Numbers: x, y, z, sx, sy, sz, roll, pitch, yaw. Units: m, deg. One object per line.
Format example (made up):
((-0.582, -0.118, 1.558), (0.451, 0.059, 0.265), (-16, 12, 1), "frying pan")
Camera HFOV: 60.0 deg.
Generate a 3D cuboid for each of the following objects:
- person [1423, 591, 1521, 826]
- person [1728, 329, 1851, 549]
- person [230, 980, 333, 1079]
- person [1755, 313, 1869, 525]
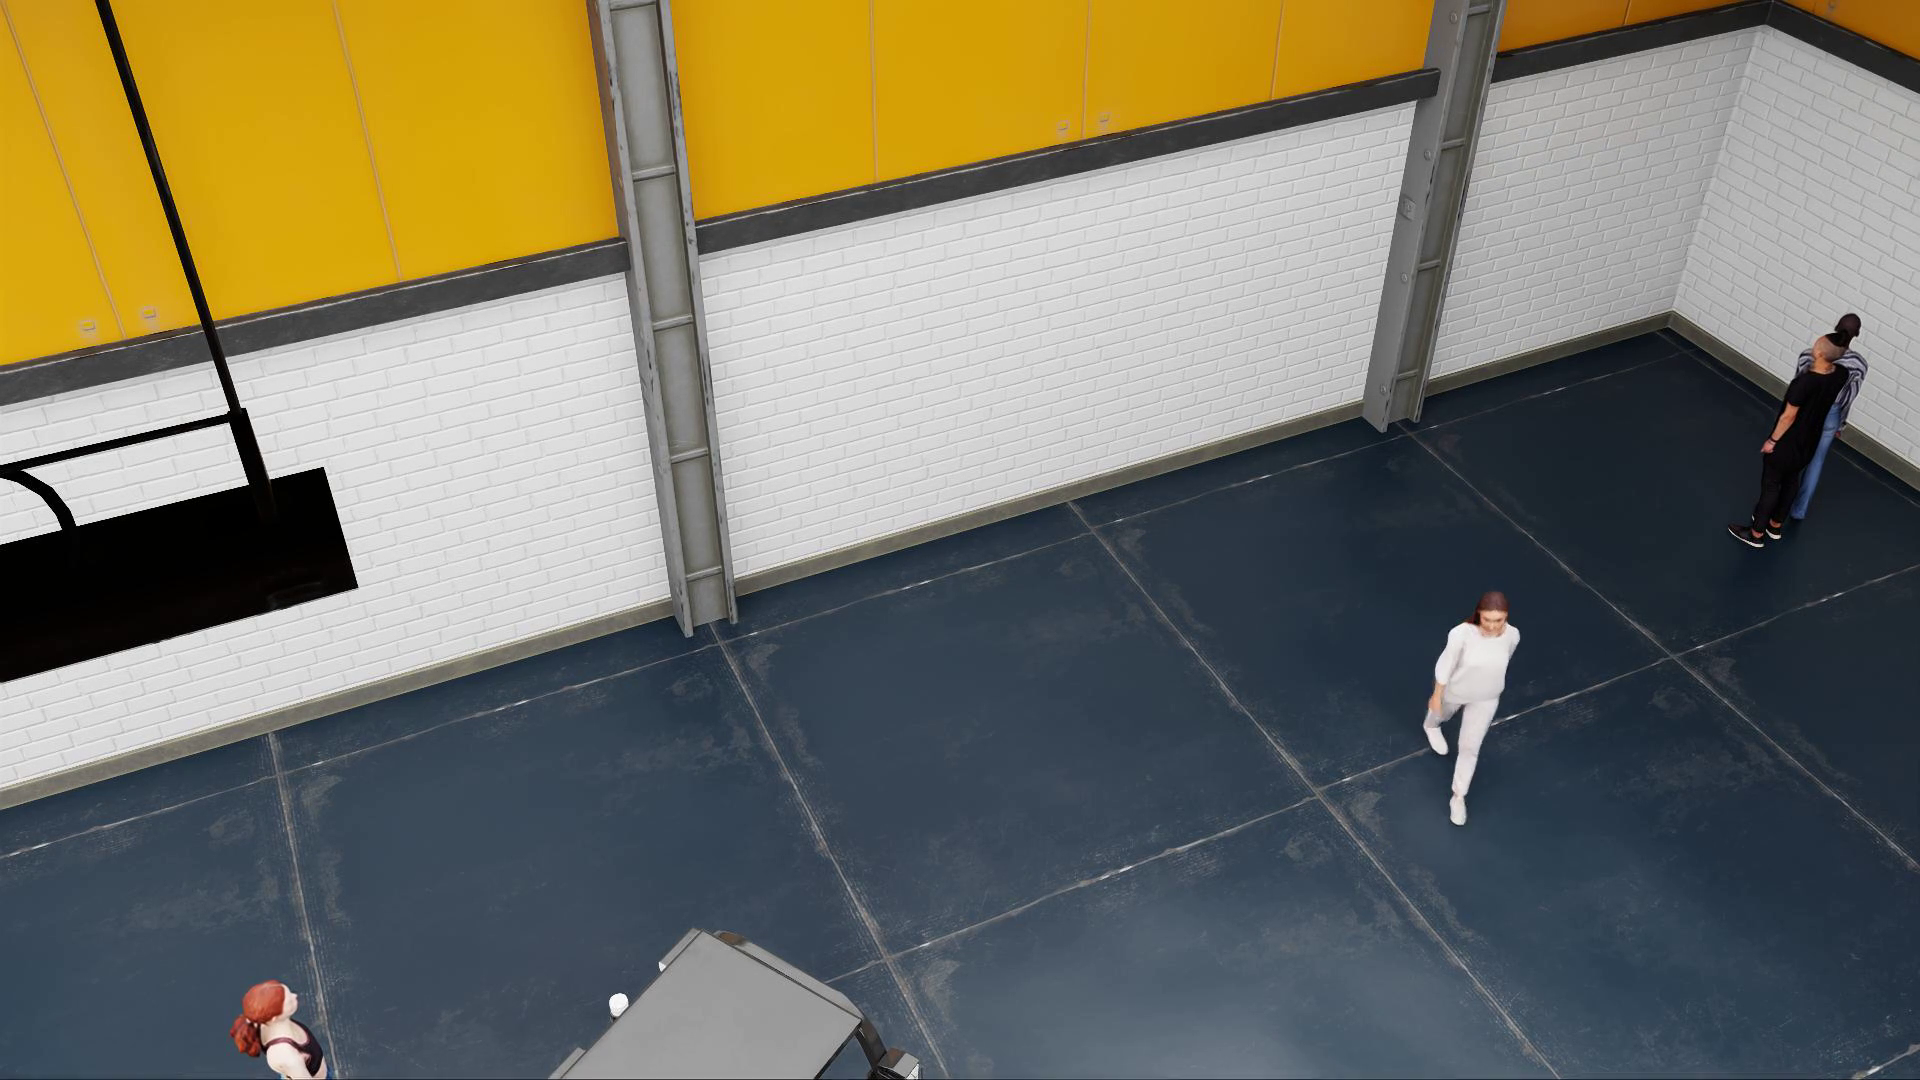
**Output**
((3.118, 0.870, 10.260), (1.155, 1.638, 1.018), (0, 39, 0), "person")
((6.095, -0.764, 12.125), (0.539, 1.864, 0.754), (-20, 43, -23), "person")
((-3.066, 2.674, 7.884), (0.669, 1.784, 0.642), (-30, 47, -32), "person")
((6.322, -0.885, 12.333), (0.702, 1.794, 0.769), (12, 40, 14), "person")
